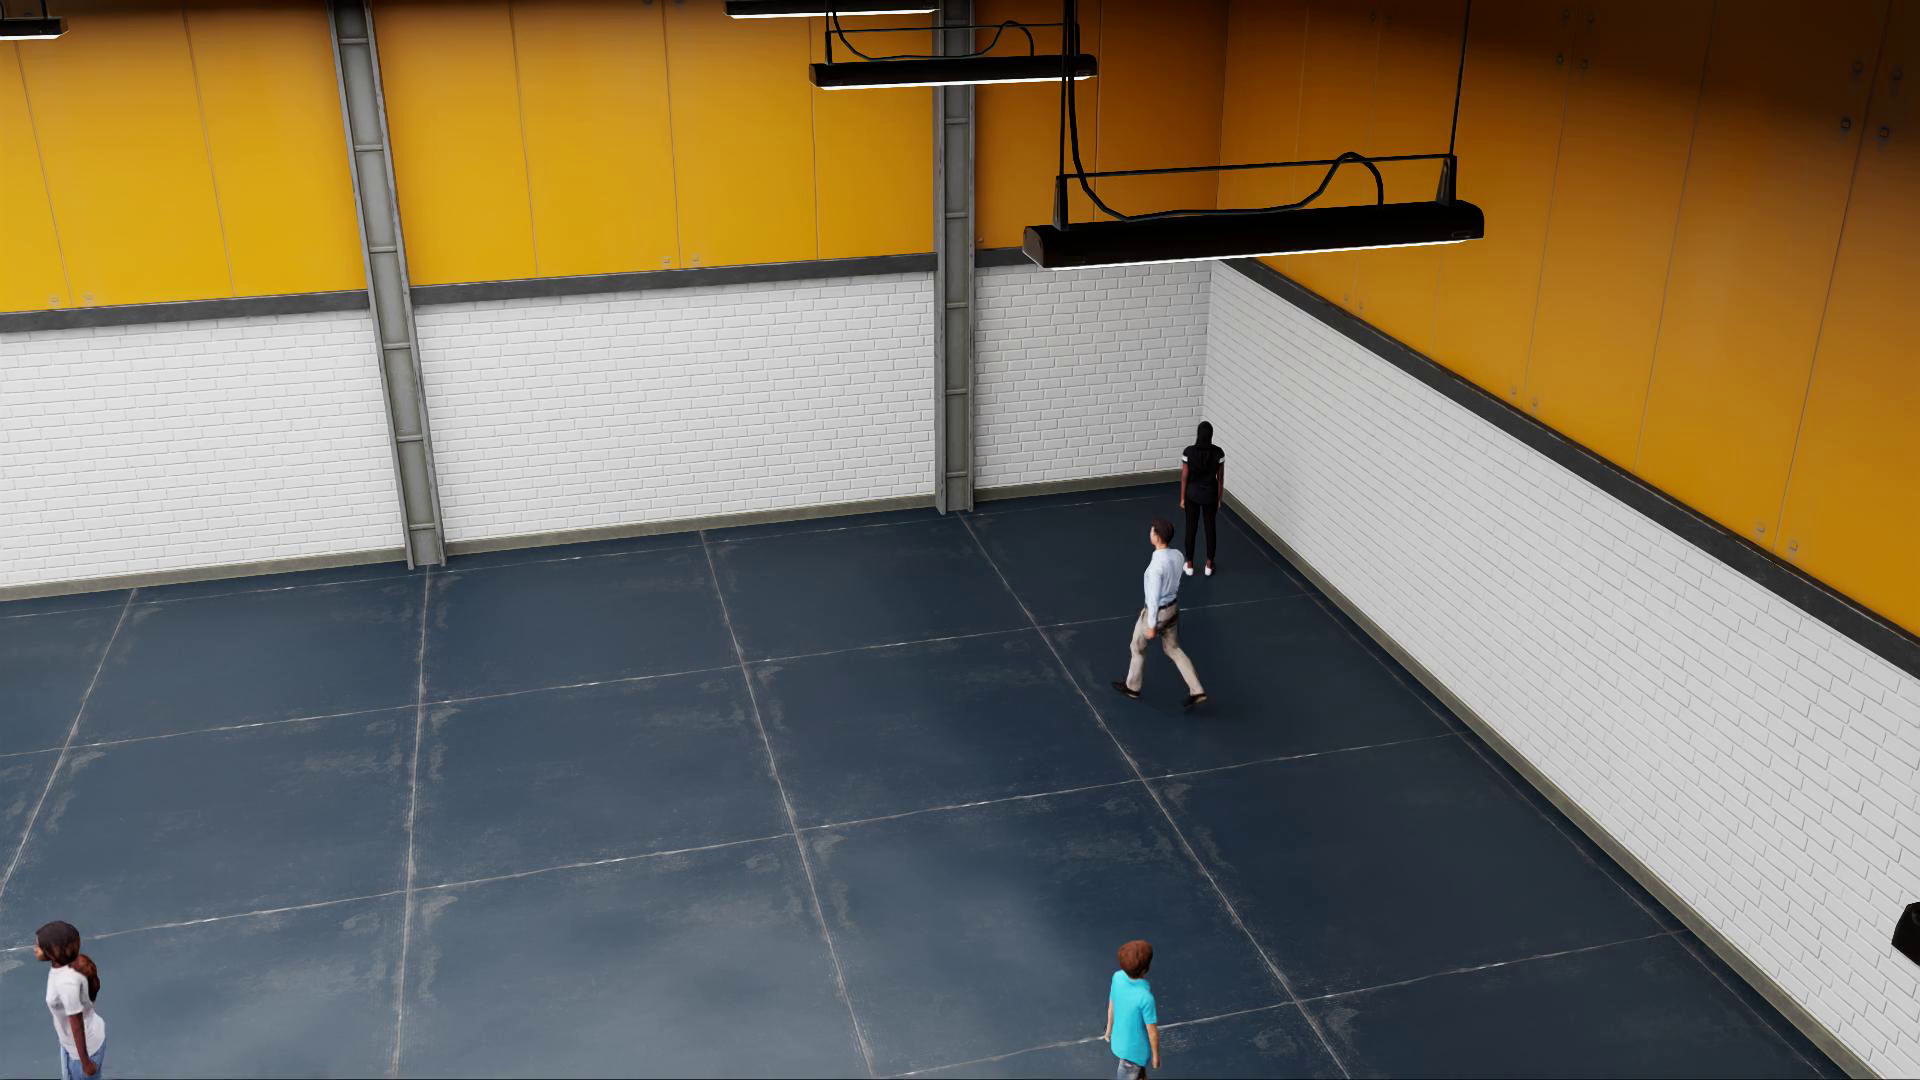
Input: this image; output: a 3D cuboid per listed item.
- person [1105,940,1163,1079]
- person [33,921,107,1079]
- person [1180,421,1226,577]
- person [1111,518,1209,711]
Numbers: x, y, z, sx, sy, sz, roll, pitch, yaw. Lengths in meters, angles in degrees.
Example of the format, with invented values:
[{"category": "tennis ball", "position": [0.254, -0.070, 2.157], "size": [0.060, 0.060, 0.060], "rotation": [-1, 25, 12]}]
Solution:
[{"category": "person", "position": [0.985, 3.073, 10.063], "size": [1.028, 1.418, 0.708], "rotation": [-14, 27, -29]}, {"category": "person", "position": [-5.141, 2.984, 9.908], "size": [1.000, 1.705, 0.746], "rotation": [-13, 27, -28]}, {"category": "person", "position": [2.576, -0.450, 17.737], "size": [0.619, 1.728, 0.742], "rotation": [2, 24, 5]}, {"category": "person", "position": [1.871, 0.703, 14.976], "size": [1.172, 1.827, 1.224], "rotation": [19, 30, 36]}]
